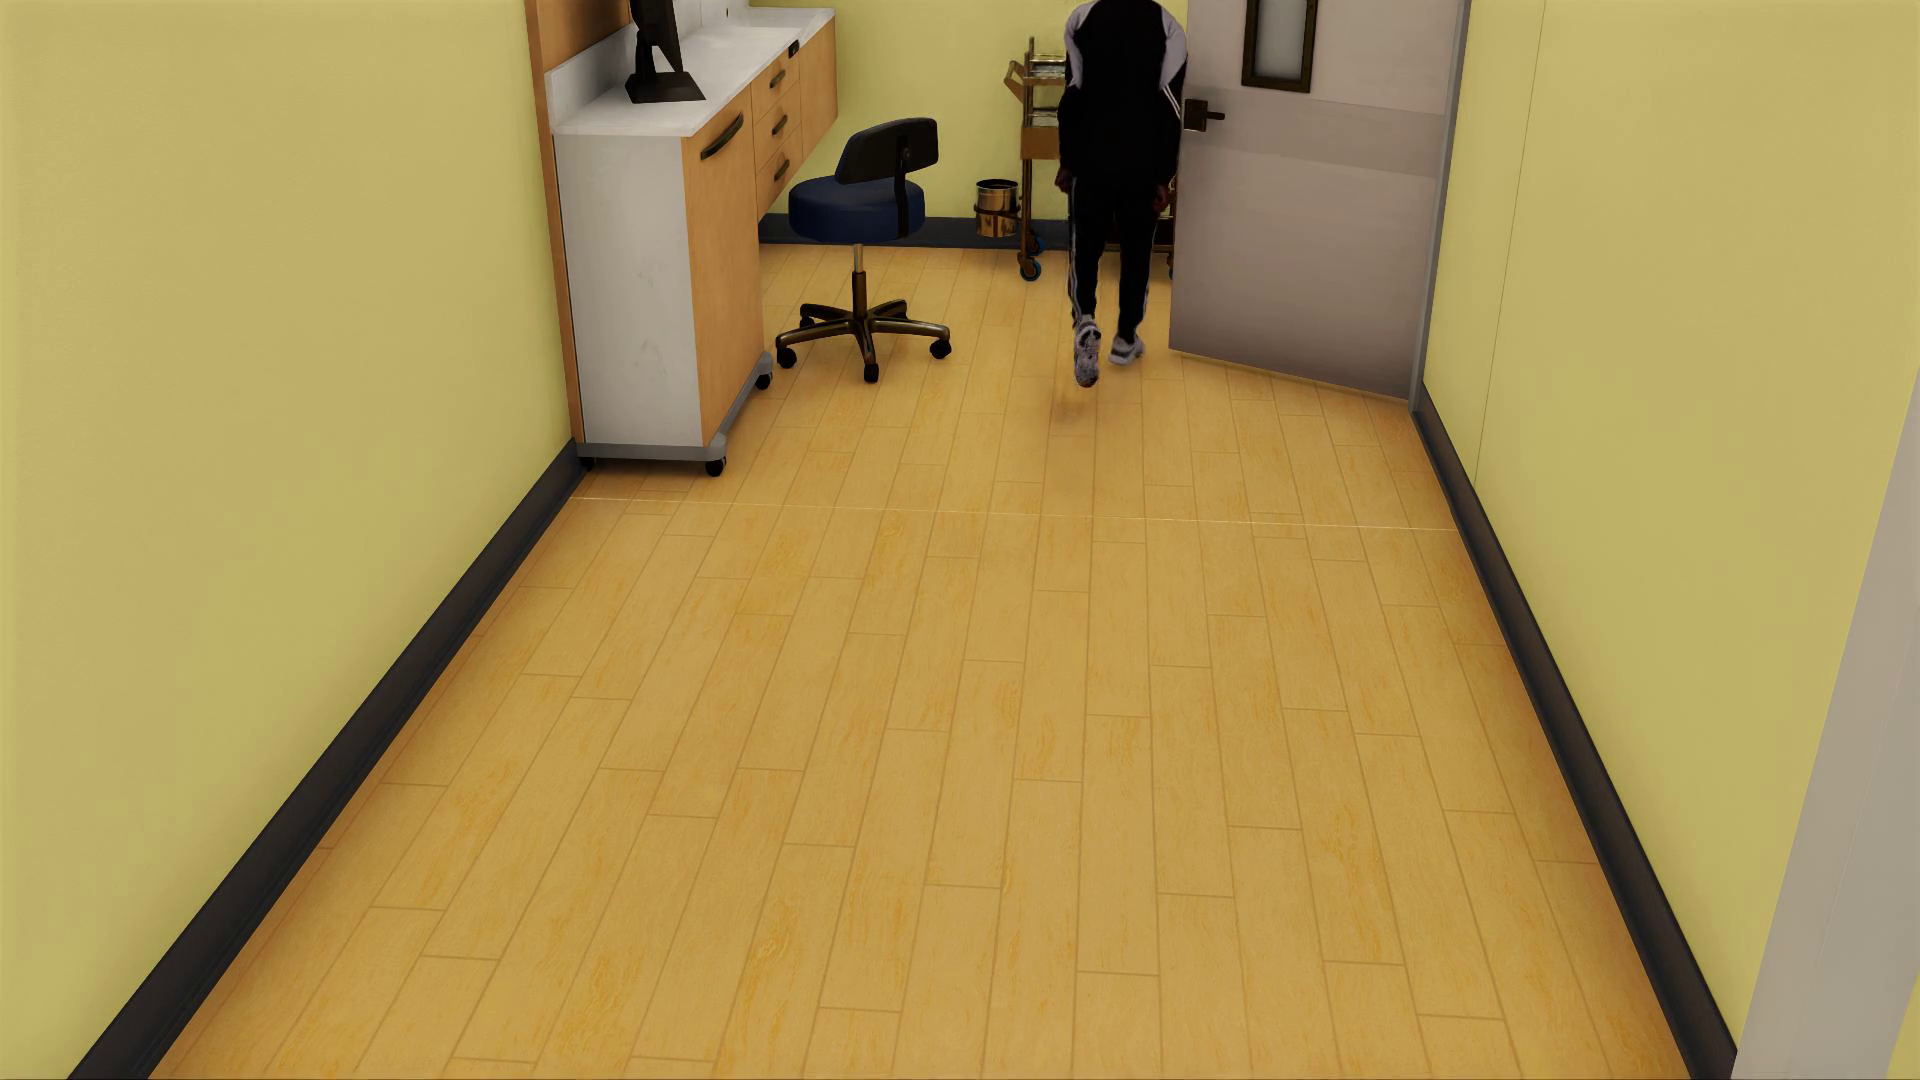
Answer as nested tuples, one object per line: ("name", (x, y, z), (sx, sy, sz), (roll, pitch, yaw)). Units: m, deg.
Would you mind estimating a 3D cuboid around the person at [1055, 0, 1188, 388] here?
("person", (0.607, -1.492, 6.655), (0.979, 1.801, 0.809), (6, 26, 12))
